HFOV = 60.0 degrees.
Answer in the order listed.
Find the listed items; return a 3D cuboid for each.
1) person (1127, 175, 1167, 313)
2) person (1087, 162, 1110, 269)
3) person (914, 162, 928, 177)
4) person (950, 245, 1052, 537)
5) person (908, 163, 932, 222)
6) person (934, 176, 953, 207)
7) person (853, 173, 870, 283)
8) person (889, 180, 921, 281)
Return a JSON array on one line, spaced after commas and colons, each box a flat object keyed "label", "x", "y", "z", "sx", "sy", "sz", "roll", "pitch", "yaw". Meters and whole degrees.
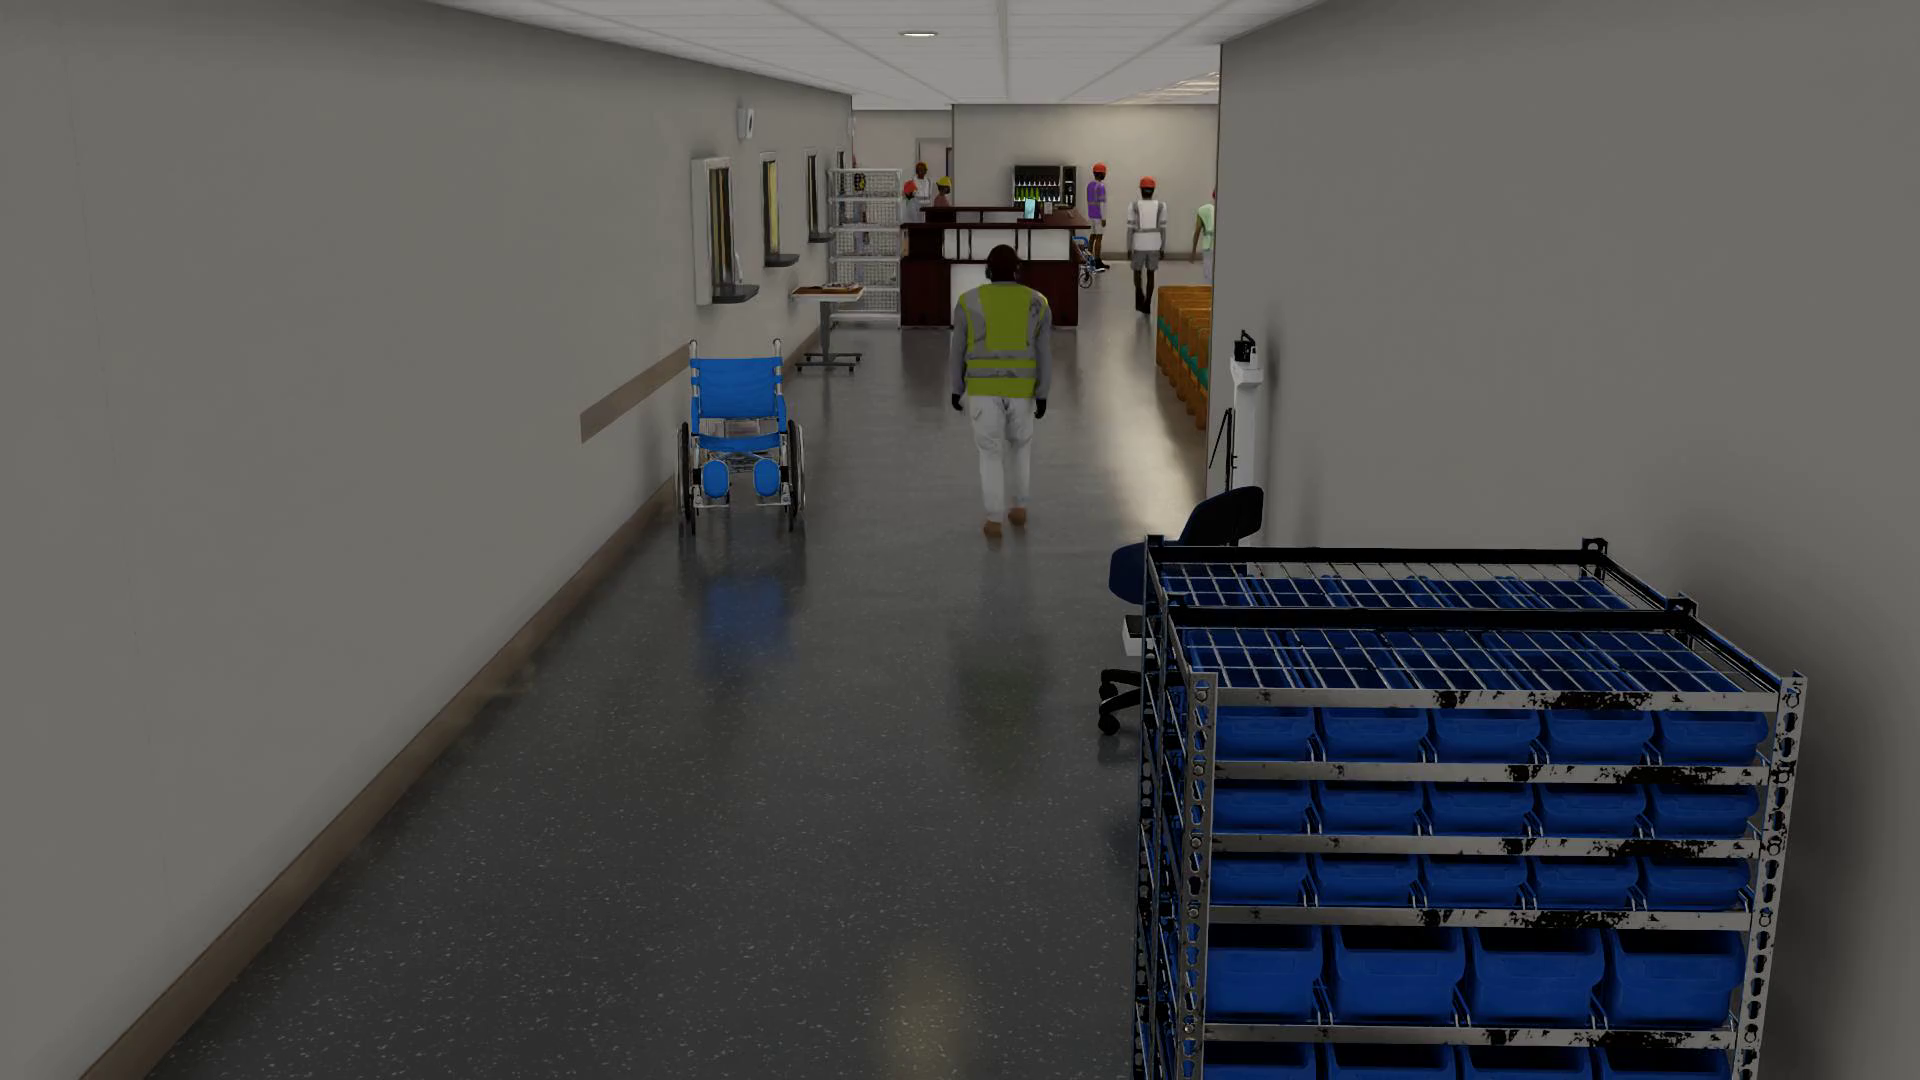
[{"label": "person", "x": 2.588, "y": -4.086, "z": 23.072, "sx": 0.547, "sy": 1.913, "sz": 0.539, "roll": 0, "pitch": 14, "yaw": 1}, {"label": "person", "x": 2.556, "y": -5.990, "z": 30.750, "sx": 0.360, "sy": 1.938, "sz": 0.546, "roll": -7, "pitch": 15, "yaw": -25}, {"label": "person", "x": -1.004, "y": -8.592, "z": 41.720, "sx": 0.432, "sy": 1.744, "sz": 0.554, "roll": -8, "pitch": 16, "yaw": -30}, {"label": "person", "x": 0.244, "y": -0.961, "z": 10.619, "sx": 0.626, "sy": 1.813, "sz": 0.744, "roll": -2, "pitch": 14, "yaw": -8}, {"label": "person", "x": -0.798, "y": -6.647, "z": 33.527, "sx": 0.581, "sy": 1.882, "sz": 0.339, "roll": -9, "pitch": 17, "yaw": -33}, {"label": "person", "x": -0.285, "y": -5.191, "z": 27.869, "sx": 0.327, "sy": 1.765, "sz": 0.528, "roll": -4, "pitch": 14, "yaw": -16}, {"label": "person", "x": -1.625, "y": -4.887, "z": 26.440, "sx": 0.322, "sy": 1.861, "sz": 0.514, "roll": -12, "pitch": 18, "yaw": -40}, {"label": "person", "x": -0.754, "y": -5.261, "z": 28.290, "sx": 0.875, "sy": 1.693, "sz": 0.566, "roll": -2, "pitch": 14, "yaw": -7}]
